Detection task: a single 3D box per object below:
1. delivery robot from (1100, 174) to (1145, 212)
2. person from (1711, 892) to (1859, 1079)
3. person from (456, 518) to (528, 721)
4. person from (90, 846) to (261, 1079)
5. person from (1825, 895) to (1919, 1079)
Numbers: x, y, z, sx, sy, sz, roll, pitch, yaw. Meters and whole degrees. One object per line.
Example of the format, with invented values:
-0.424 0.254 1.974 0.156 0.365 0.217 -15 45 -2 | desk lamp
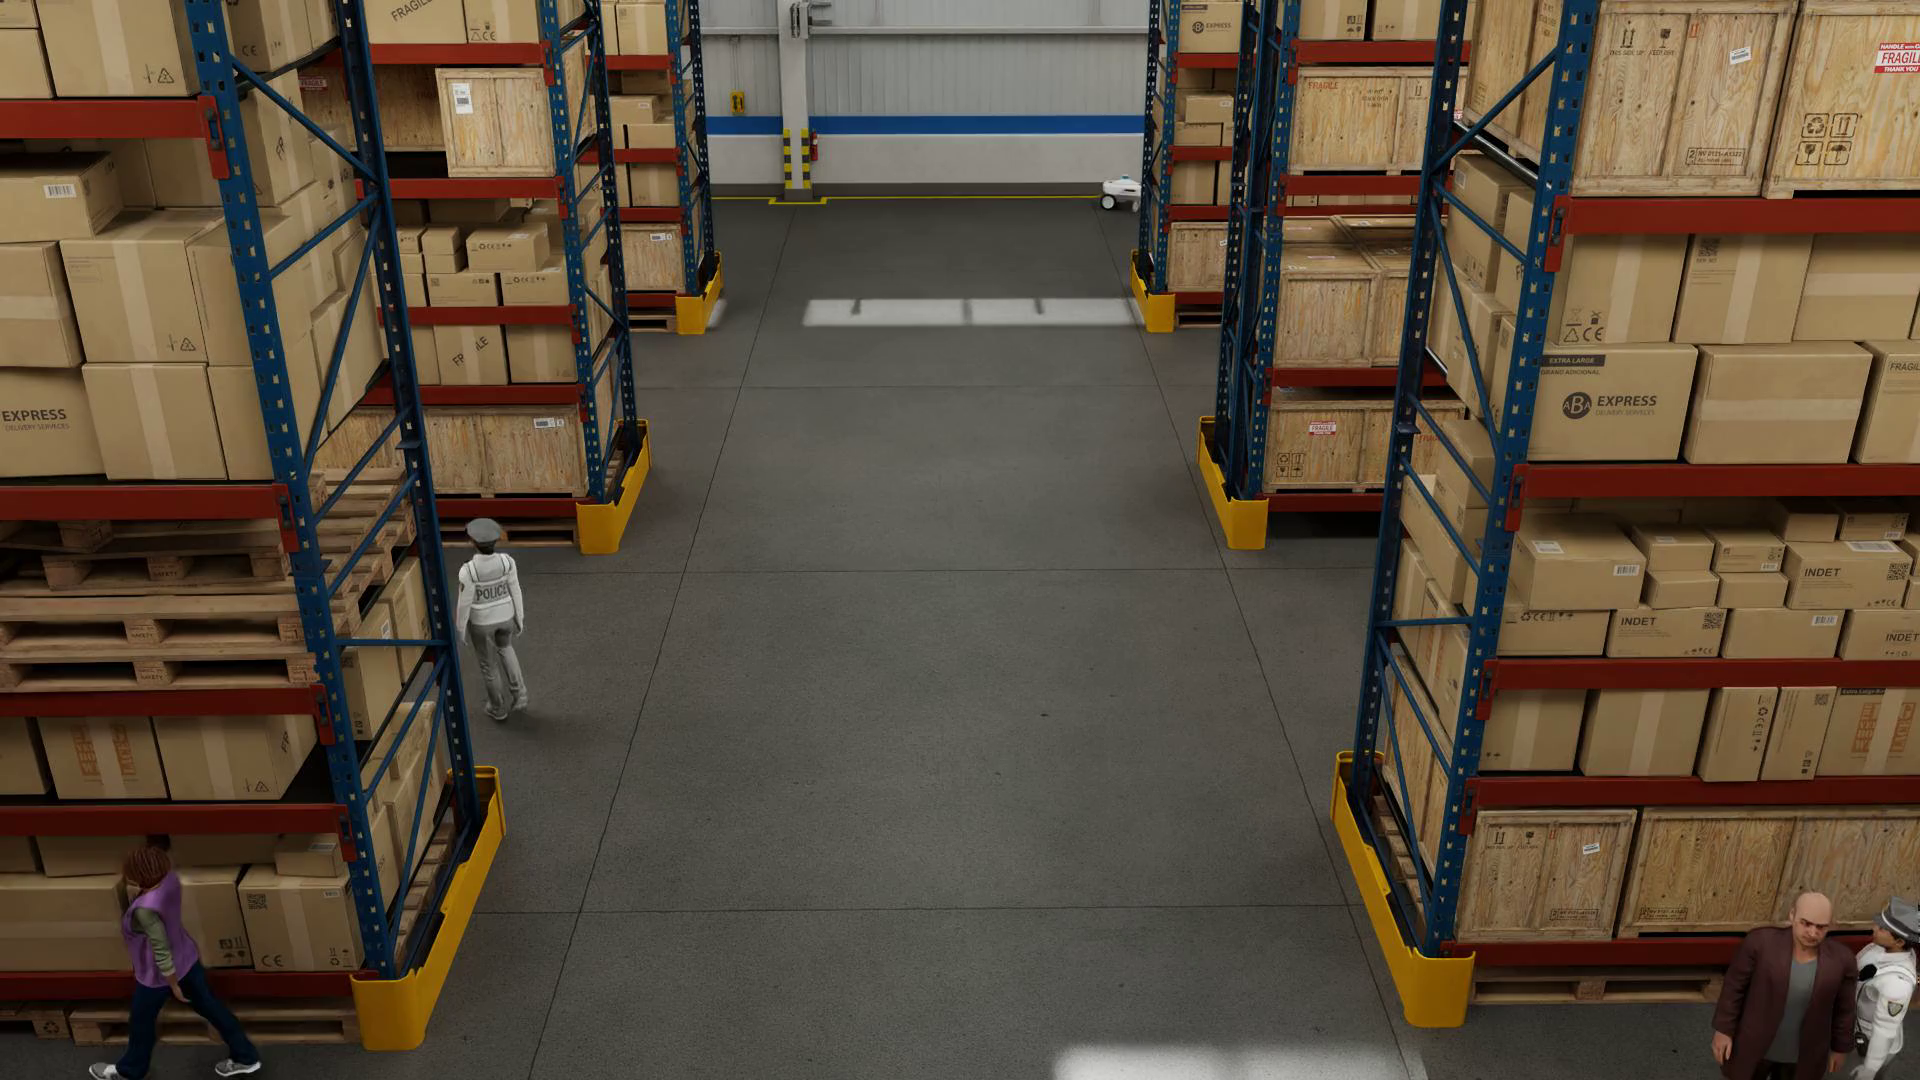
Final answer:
2.676 -5.720 27.696 0.753 0.535 0.667 8 26 16 | delivery robot
4.152 2.529 8.417 0.668 1.798 0.492 8 26 16 | person
-3.587 0.614 12.631 0.501 1.693 0.432 -19 31 -35 | person
-4.406 2.325 9.098 0.907 1.557 0.411 1 25 3 | person
4.603 2.544 8.519 0.590 1.690 0.484 14 29 28 | person
